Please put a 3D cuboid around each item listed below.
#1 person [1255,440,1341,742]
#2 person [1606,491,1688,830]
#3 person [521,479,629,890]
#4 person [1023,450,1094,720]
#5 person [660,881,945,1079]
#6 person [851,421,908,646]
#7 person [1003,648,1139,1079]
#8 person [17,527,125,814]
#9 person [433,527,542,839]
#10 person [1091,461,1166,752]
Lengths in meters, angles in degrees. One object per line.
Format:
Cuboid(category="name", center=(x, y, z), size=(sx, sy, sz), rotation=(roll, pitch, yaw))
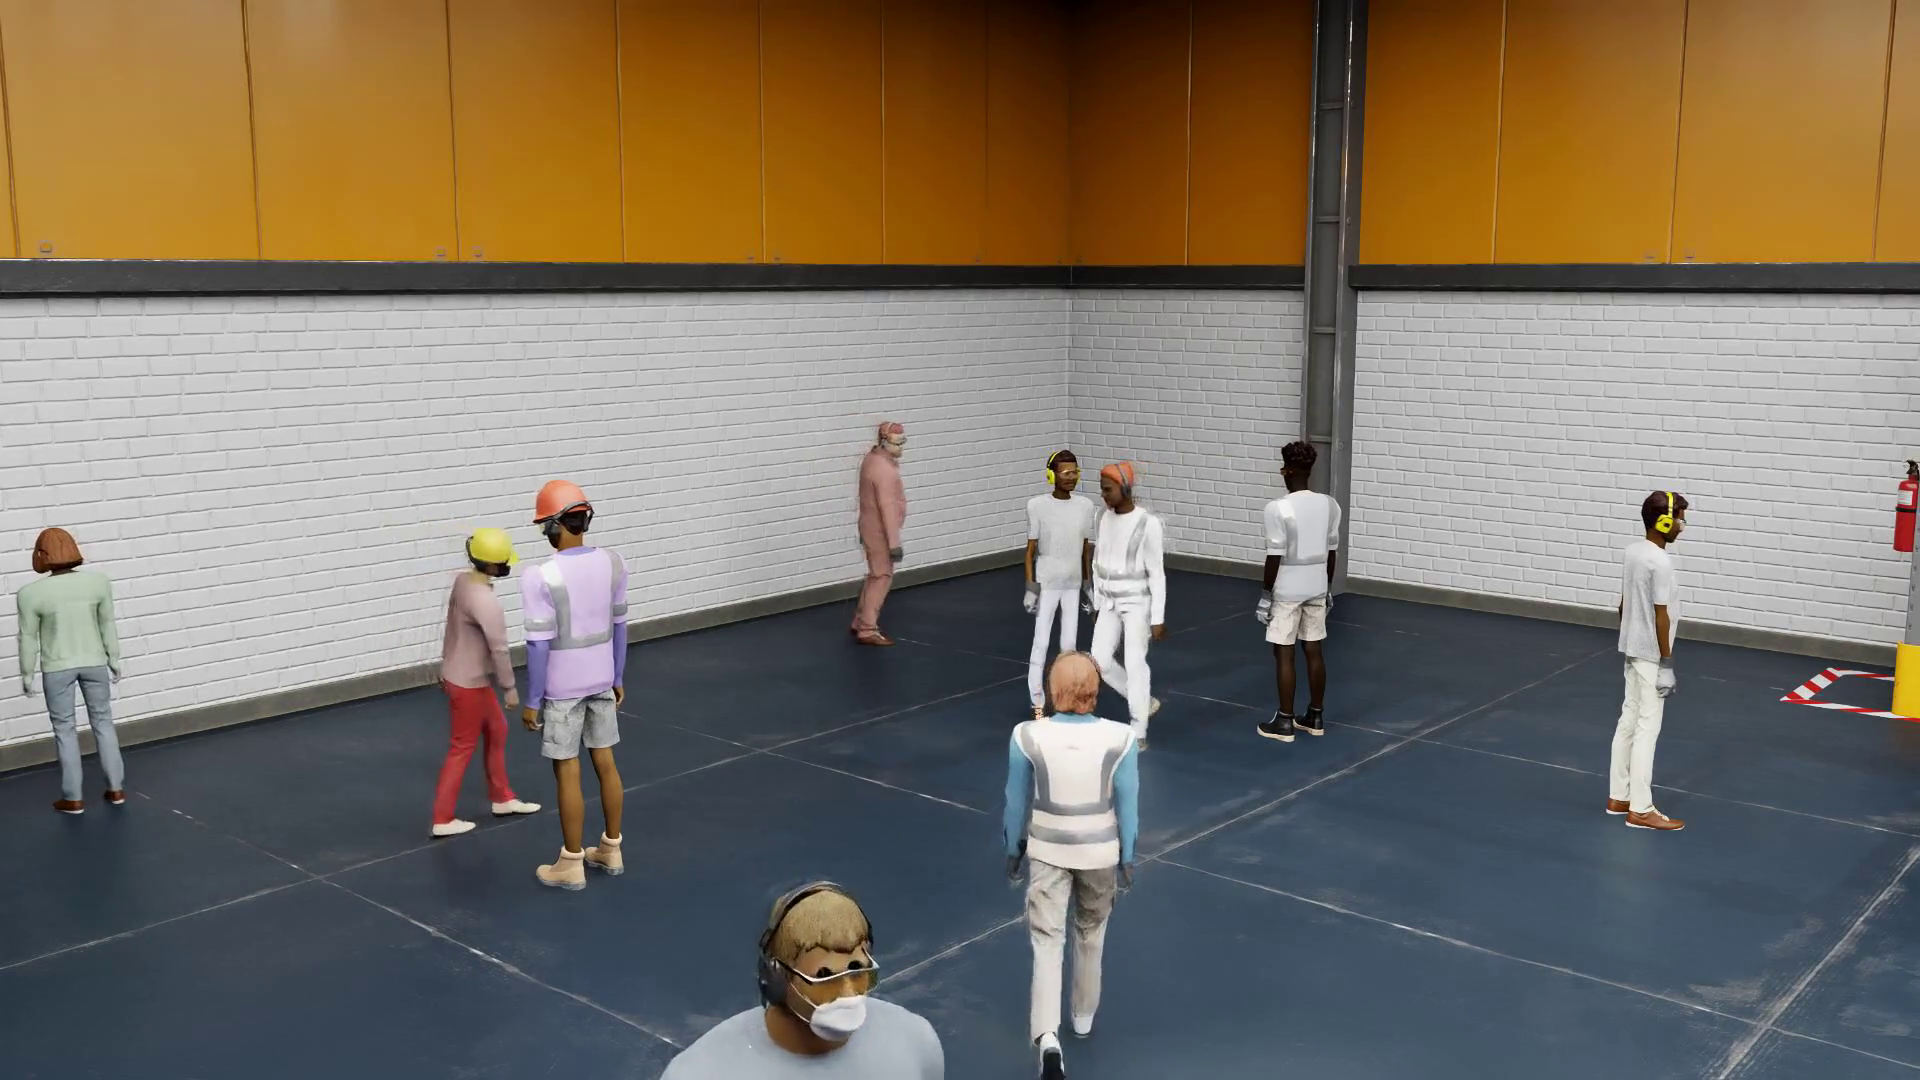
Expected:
Cuboid(category="person", center=(2.197, 0.330, 10.874), size=(0.613, 1.963, 0.361), rotation=(-5, 10, -30))
Cuboid(category="person", center=(3.809, 0.653, 9.177), size=(0.329, 1.865, 0.516), rotation=(0, 9, -2))
Cuboid(category="person", center=(-1.923, 0.713, 8.259), size=(0.383, 2.036, 0.605), rotation=(7, 11, 38))
Cuboid(category="person", center=(0.674, 0.324, 11.205), size=(0.518, 1.877, 0.327), rotation=(-3, 10, -19))
Cuboid(category="person", center=(-0.302, 1.578, 3.298), size=(0.630, 1.889, 1.028), rotation=(-4, 10, -24))
Cuboid(category="person", center=(-0.641, -0.044, 13.552), size=(0.435, 1.863, 0.696), rotation=(-2, 9, -13))
Cuboid(category="person", center=(0.423, 1.225, 6.366), size=(0.522, 1.616, 0.740), rotation=(1, 9, 4))
Cuboid(category="person", center=(-5.018, 0.737, 9.393), size=(0.295, 1.631, 0.508), rotation=(9, 13, 44))
Cuboid(category="person", center=(-2.563, 0.759, 8.993), size=(0.682, 1.710, 0.595), rotation=(-5, 10, -27))
Cuboid(category="person", center=(1.080, 0.428, 10.550), size=(0.473, 1.873, 0.661), rotation=(-8, 12, -40))
